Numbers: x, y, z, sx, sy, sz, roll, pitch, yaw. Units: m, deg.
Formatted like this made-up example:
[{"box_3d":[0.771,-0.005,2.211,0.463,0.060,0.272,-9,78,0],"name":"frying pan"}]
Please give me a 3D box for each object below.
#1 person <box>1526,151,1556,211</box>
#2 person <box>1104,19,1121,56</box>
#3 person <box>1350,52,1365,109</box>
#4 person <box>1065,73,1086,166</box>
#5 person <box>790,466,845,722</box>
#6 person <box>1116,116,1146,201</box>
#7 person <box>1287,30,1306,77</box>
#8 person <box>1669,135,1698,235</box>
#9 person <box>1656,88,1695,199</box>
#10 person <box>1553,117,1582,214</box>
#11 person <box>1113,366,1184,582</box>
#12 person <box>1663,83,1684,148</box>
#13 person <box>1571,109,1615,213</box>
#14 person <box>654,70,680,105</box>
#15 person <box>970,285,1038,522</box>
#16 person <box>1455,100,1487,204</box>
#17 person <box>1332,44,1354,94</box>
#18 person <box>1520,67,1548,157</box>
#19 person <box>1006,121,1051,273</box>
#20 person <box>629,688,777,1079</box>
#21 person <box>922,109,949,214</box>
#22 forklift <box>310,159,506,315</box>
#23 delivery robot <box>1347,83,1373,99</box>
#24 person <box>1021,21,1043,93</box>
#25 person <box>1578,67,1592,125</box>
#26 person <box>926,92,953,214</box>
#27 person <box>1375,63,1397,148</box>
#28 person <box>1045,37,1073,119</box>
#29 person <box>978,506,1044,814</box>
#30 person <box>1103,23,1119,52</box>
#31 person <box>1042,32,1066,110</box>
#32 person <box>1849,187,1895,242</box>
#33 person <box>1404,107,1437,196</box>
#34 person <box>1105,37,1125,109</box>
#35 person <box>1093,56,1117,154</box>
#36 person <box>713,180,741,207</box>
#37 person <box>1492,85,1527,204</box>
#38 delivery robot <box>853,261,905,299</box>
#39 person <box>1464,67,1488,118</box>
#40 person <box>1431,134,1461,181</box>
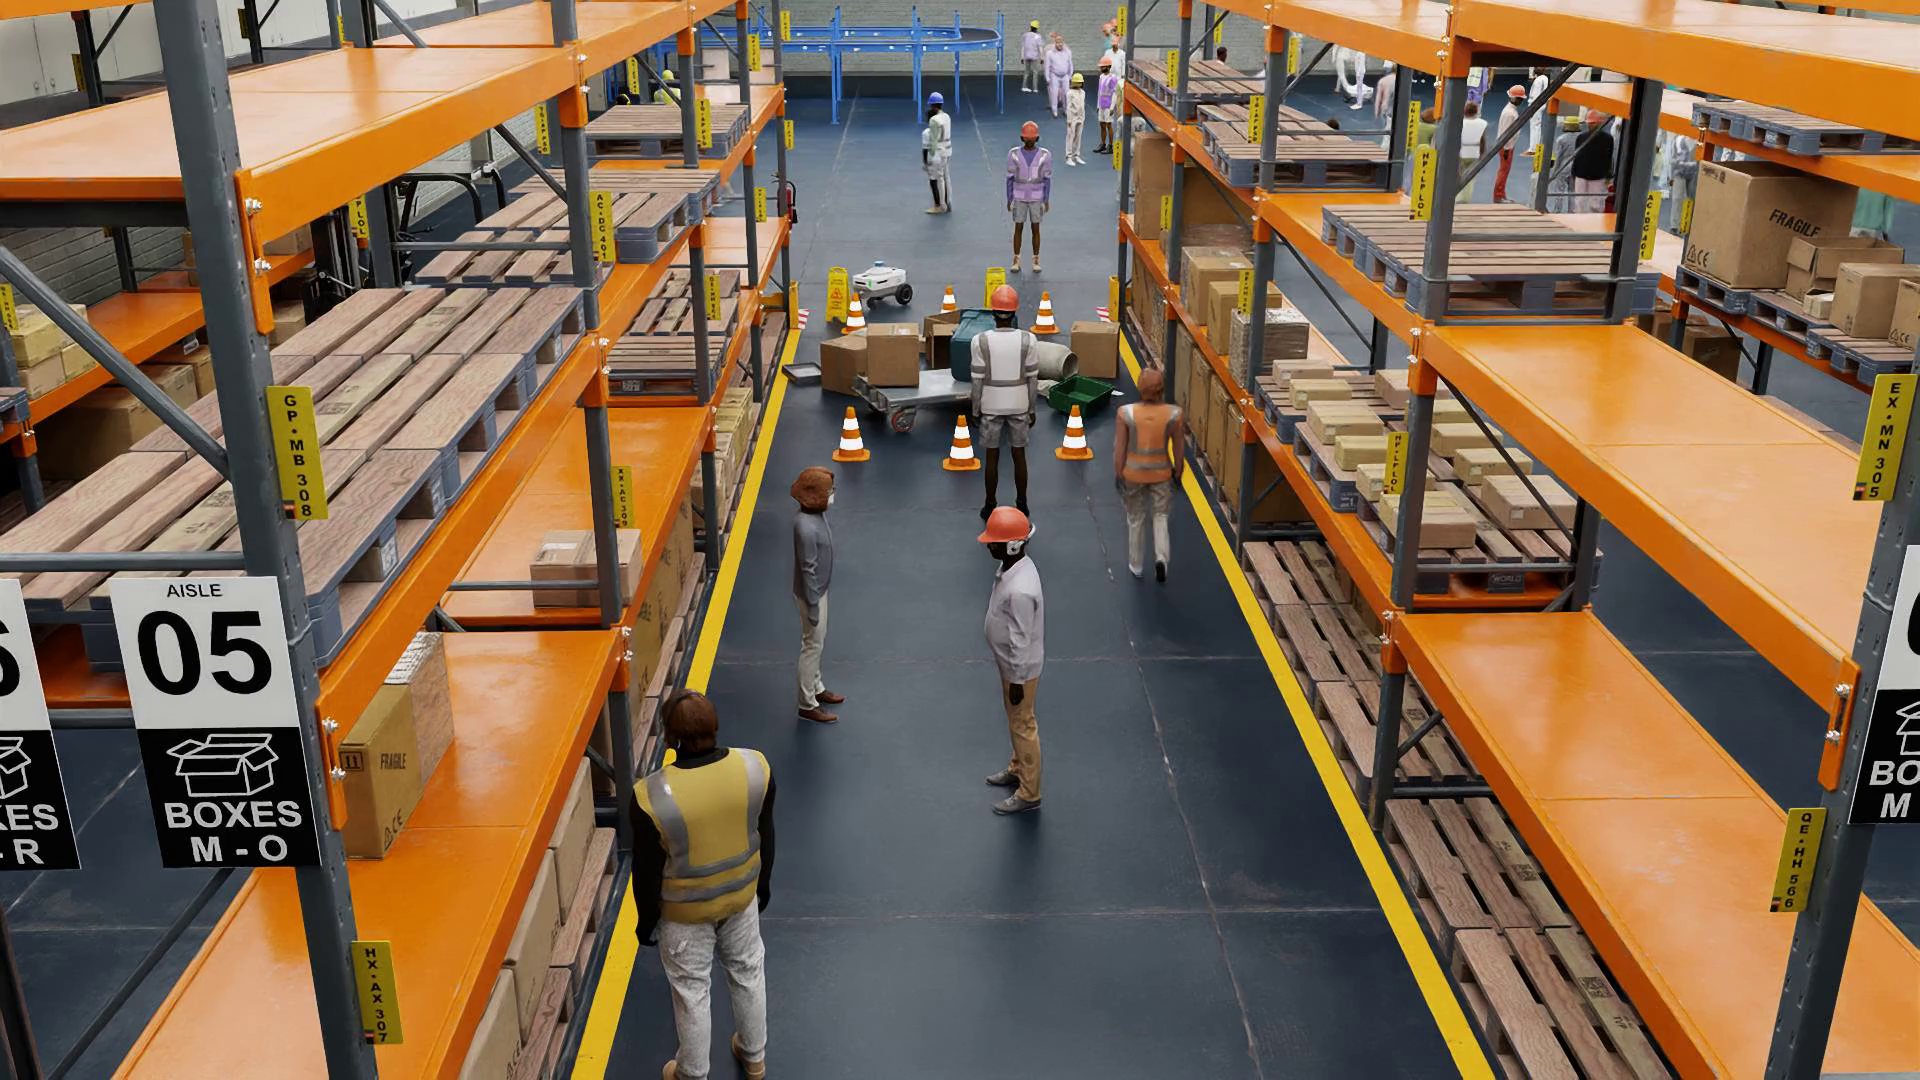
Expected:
[{"box_3d":[7.778,-4.396,22.387,0.312,1.744,0.487,14,25,33],"name":"person"},{"box_3d":[4.110,-12.993,44.760,0.619,1.994,0.381,-19,28,-41],"name":"person"},{"box_3d":[9.999,-11.713,41.706,0.321,1.761,0.522,4,21,11],"name":"person"},{"box_3d":[2.273,-8.209,32.465,0.294,1.744,0.486,19,28,41],"name":"person"},{"box_3d":[-0.870,0.323,10.082,0.294,1.623,0.507,0,21,1],"name":"person"},{"box_3d":[2.910,-6.669,28.413,0.491,1.733,0.317,2,21,7],"name":"person"},{"box_3d":[9.965,-14.638,49.645,0.666,1.606,0.339,6,21,14],"name":"person"},{"box_3d":[11.186,-5.625,25.534,0.592,1.814,0.726,10,23,24],"name":"person"},{"box_3d":[12.423,-6.906,28.867,0.601,1.866,0.933,0,21,1],"name":"person"},{"box_3d":[9.544,-5.819,26.163,0.481,1.734,0.329,-2,21,-5],"name":"person"},{"box_3d":[1.376,-0.450,12.129,0.519,1.624,0.527,-1,21,-2],"name":"person"},{"box_3d":[14.886,-9.063,34.649,0.767,1.798,0.626,-13,25,-32],"name":"person"},{"box_3d":[9.424,-5.441,24.832,0.630,1.970,0.565,19,28,40],"name":"person"},{"box_3d":[-5.413,-7.795,31.120,0.594,1.922,0.384,-8,22,-19],"name":"person"},{"box_3d":[0.350,-1.080,13.350,0.543,1.939,0.360,-1,21,-4],"name":"person"},{"box_3d":[8.256,-6.219,27.095,0.574,1.827,0.447,1,21,2],"name":"person"},{"box_3d":[10.318,-12.906,44.677,0.629,1.904,0.931,-8,22,-20],"name":"person"},{"box_3d":[11.622,-8.698,33.566,0.355,1.882,0.575,12,24,29],"name":"person"},{"box_3d":[0.935,-4.679,22.717,0.608,2.045,0.369,1,21,3],"name":"person"},{"box_3d":[-1.047,1.453,6.794,0.622,1.843,0.429,-13,24,-31],"name":"person"},{"box_3d":[-0.401,-6.181,27.188,0.358,1.687,0.569,19,28,41],"name":"person"},{"box_3d":[-5.622,-2.910,17.832,2.313,2.155,1.214,-1,21,-1],"name":"forklift"},{"box_3d":[10.329,-11.594,42.936,0.477,0.478,0.707,-11,24,-27],"name":"delivery robot"},{"box_3d":[1.975,-13.210,45.467,0.607,1.903,0.420,13,24,31],"name":"person"},{"box_3d":[14.481,-10.478,38.634,0.289,1.622,0.508,14,25,33],"name":"person"},{"box_3d":[-0.354,-6.326,27.224,0.424,1.937,0.608,8,22,19],"name":"person"},{"box_3d":[8.657,-8.621,33.380,0.617,1.881,1.053,13,24,30],"name":"person"},{"box_3d":[2.377,-11.056,39.777,0.701,1.896,0.423,-4,21,-11],"name":"person"},{"box_3d":[0.273,0.641,9.078,0.359,1.743,0.562,-2,21,-5],"name":"person"},{"box_3d":[3.939,-12.407,43.246,0.485,1.972,0.703,-5,21,-12],"name":"person"},{"box_3d":[2.324,-11.712,41.515,0.678,1.888,0.429,-12,24,-29],"name":"person"},{"box_3d":[11.303,-3.946,20.967,0.648,1.905,0.889,3,21,8],"name":"person"},{"box_3d":[7.799,-6.510,28.150,0.529,1.621,0.342,10,23,24],"name":"person"},{"box_3d":[3.864,-11.704,41.688,0.559,1.752,0.326,5,21,13],"name":"person"},{"box_3d":[2.956,-8.855,33.903,0.360,1.935,0.552,-11,23,-27],"name":"person"},{"box_3d":[-3.959,-6.423,27.943,0.835,1.599,0.541,-18,27,-40],"name":"person"},{"box_3d":[9.242,-6.642,27.999,0.411,1.980,0.631,9,22,22],"name":"person"},{"box_3d":[-1.015,-3.256,20.897,0.477,0.478,0.707,17,27,37],"name":"delivery robot"},{"box_3d":[11.693,-10.248,37.635,0.415,1.907,0.593,-11,23,-27],"name":"person"},{"box_3d":[7.407,-5.639,25.564,0.607,1.822,0.484,-16,26,-37],"name":"person"}]
